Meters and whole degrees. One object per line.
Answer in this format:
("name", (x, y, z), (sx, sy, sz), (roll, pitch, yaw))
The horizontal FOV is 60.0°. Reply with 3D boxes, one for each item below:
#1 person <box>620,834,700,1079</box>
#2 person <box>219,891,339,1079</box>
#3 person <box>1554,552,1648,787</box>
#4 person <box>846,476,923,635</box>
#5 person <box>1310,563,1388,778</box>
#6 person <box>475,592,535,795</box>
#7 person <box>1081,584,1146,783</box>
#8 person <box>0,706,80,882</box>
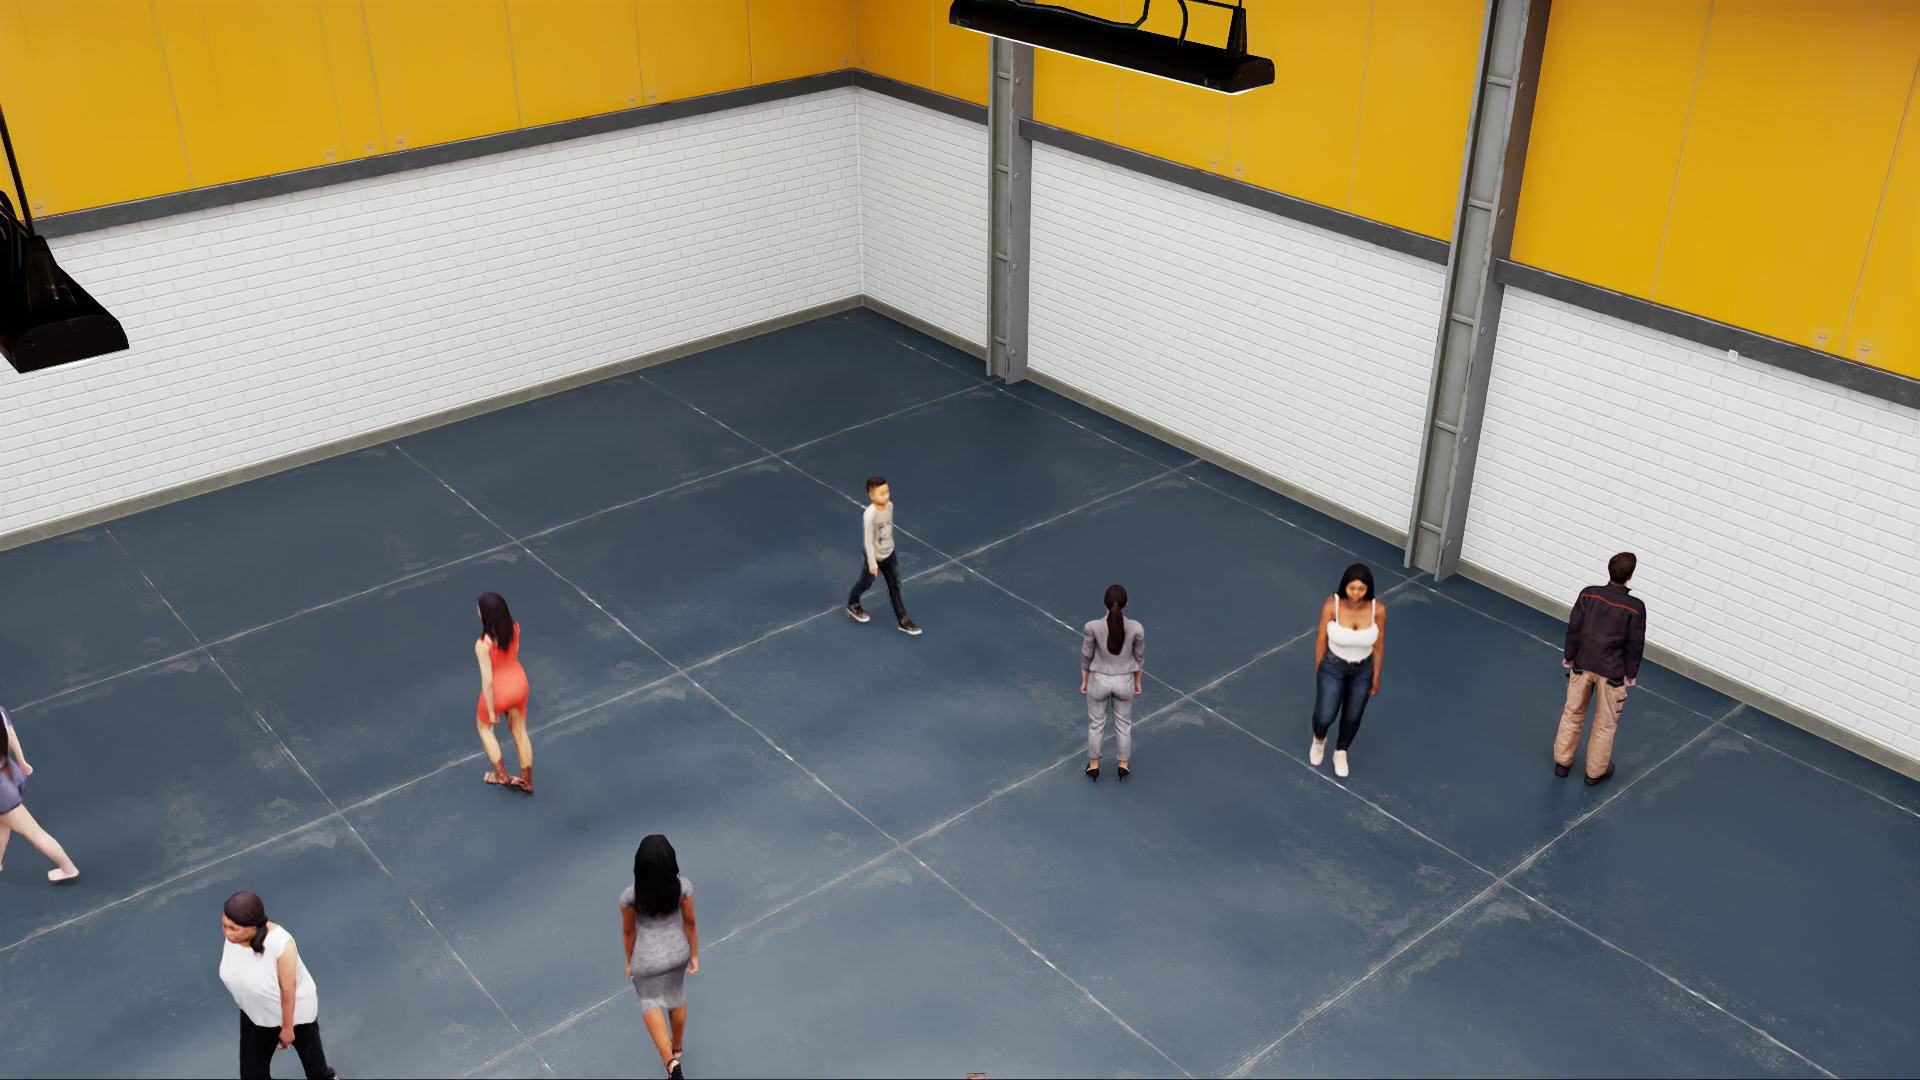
("person", (-1.713, 2.494, 9.645), (0.744, 1.768, 0.925), (-10, 30, -18))
("person", (-3.874, 2.621, 9.516), (0.872, 1.668, 0.907), (10, 30, 17))
("person", (4.739, 0.942, 12.327), (0.620, 1.925, 0.818), (19, 34, 31))
("person", (-0.759, 0.118, 14.352), (1.050, 1.433, 0.716), (20, 34, 32))
("person", (2.895, 0.931, 12.480), (0.778, 1.797, 0.838), (2, 29, 4))
("person", (-3.269, 1.154, 12.166), (0.716, 1.706, 0.662), (19, 34, 31))
("person", (1.120, 1.072, 12.345), (0.730, 1.678, 0.779), (0, 29, 0))
("person", (-6.409, 1.688, 11.294), (1.025, 1.605, 1.042), (-2, 29, -3))
